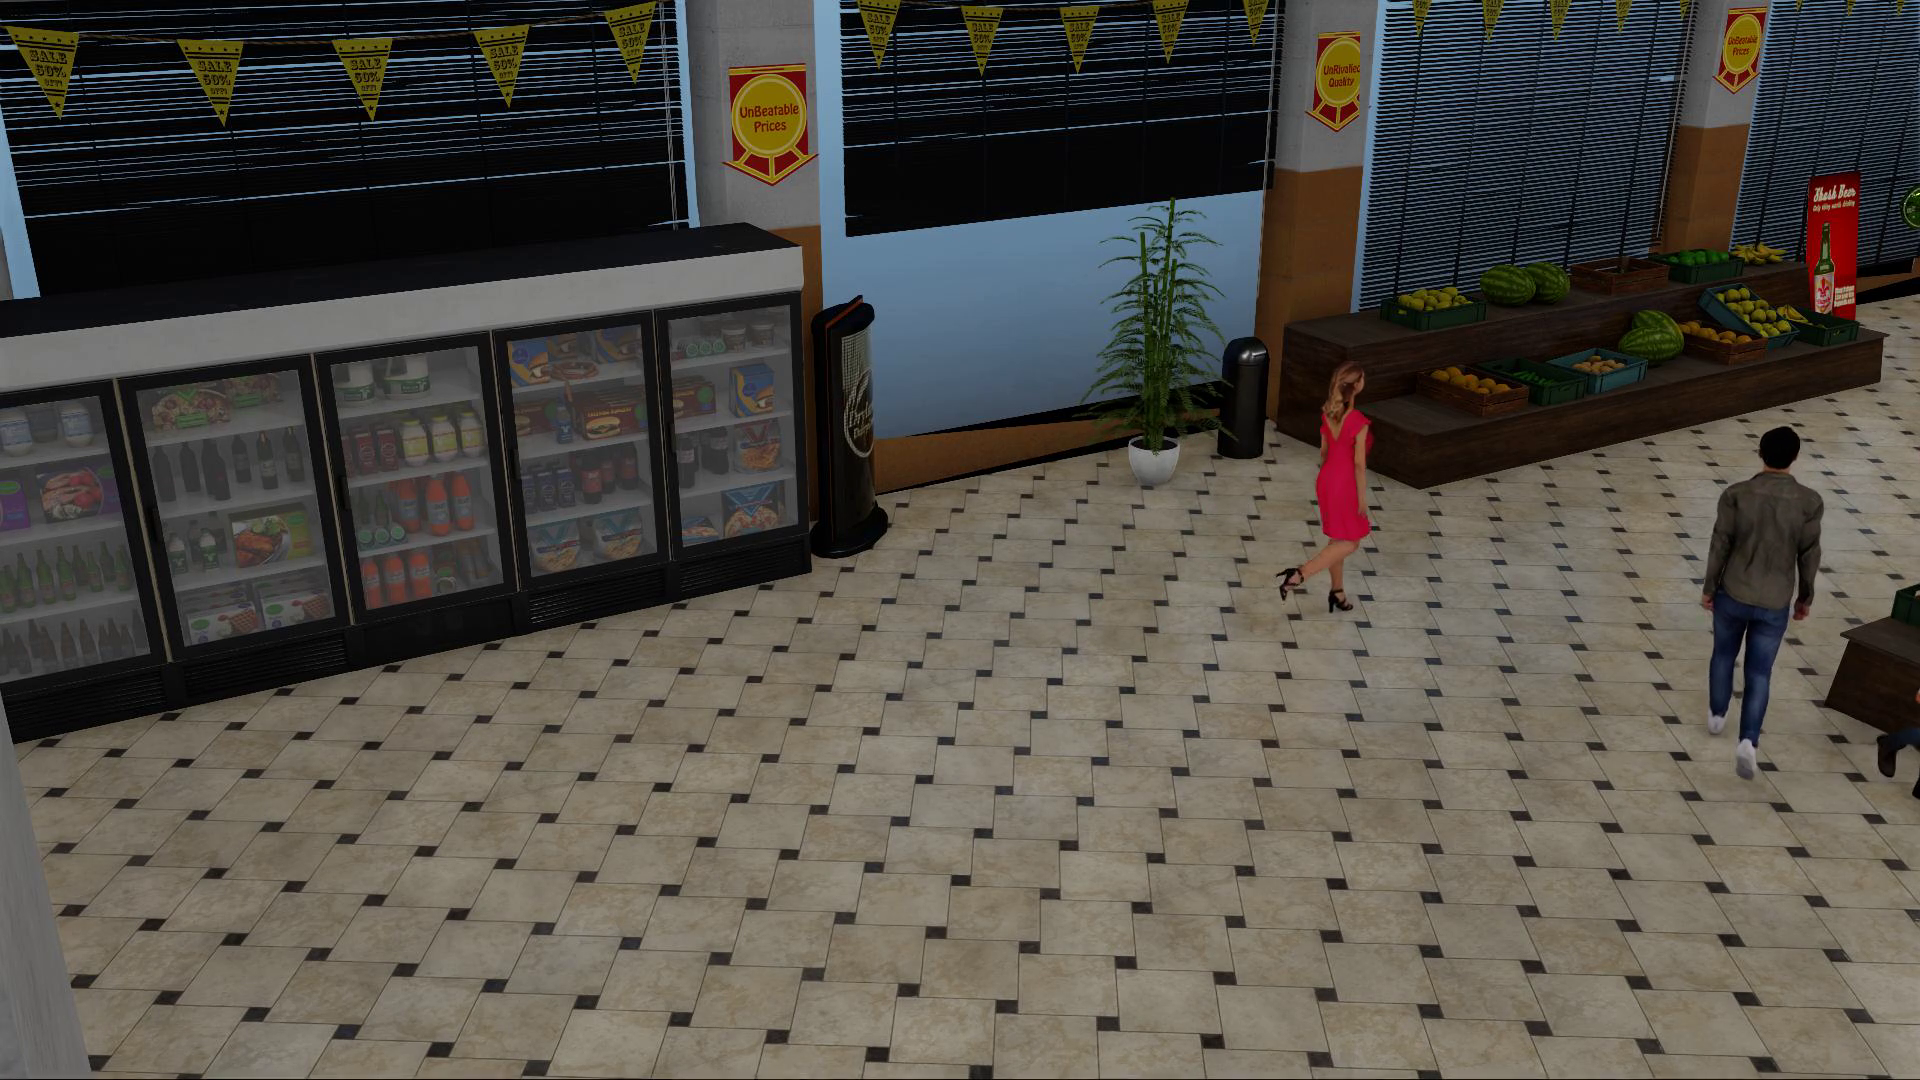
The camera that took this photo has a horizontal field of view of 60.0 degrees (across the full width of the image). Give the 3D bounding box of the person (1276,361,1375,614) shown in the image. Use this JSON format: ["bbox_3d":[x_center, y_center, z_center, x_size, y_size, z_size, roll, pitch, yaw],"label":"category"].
[{"bbox_3d":[2.365,-0.291,10.617,0.898,1.709,0.670,-8,23,-19],"label":"person"}]

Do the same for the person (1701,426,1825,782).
[{"bbox_3d":[4.224,0.354,8.854,1.145,1.827,1.285,9,24,22],"label":"person"}]
